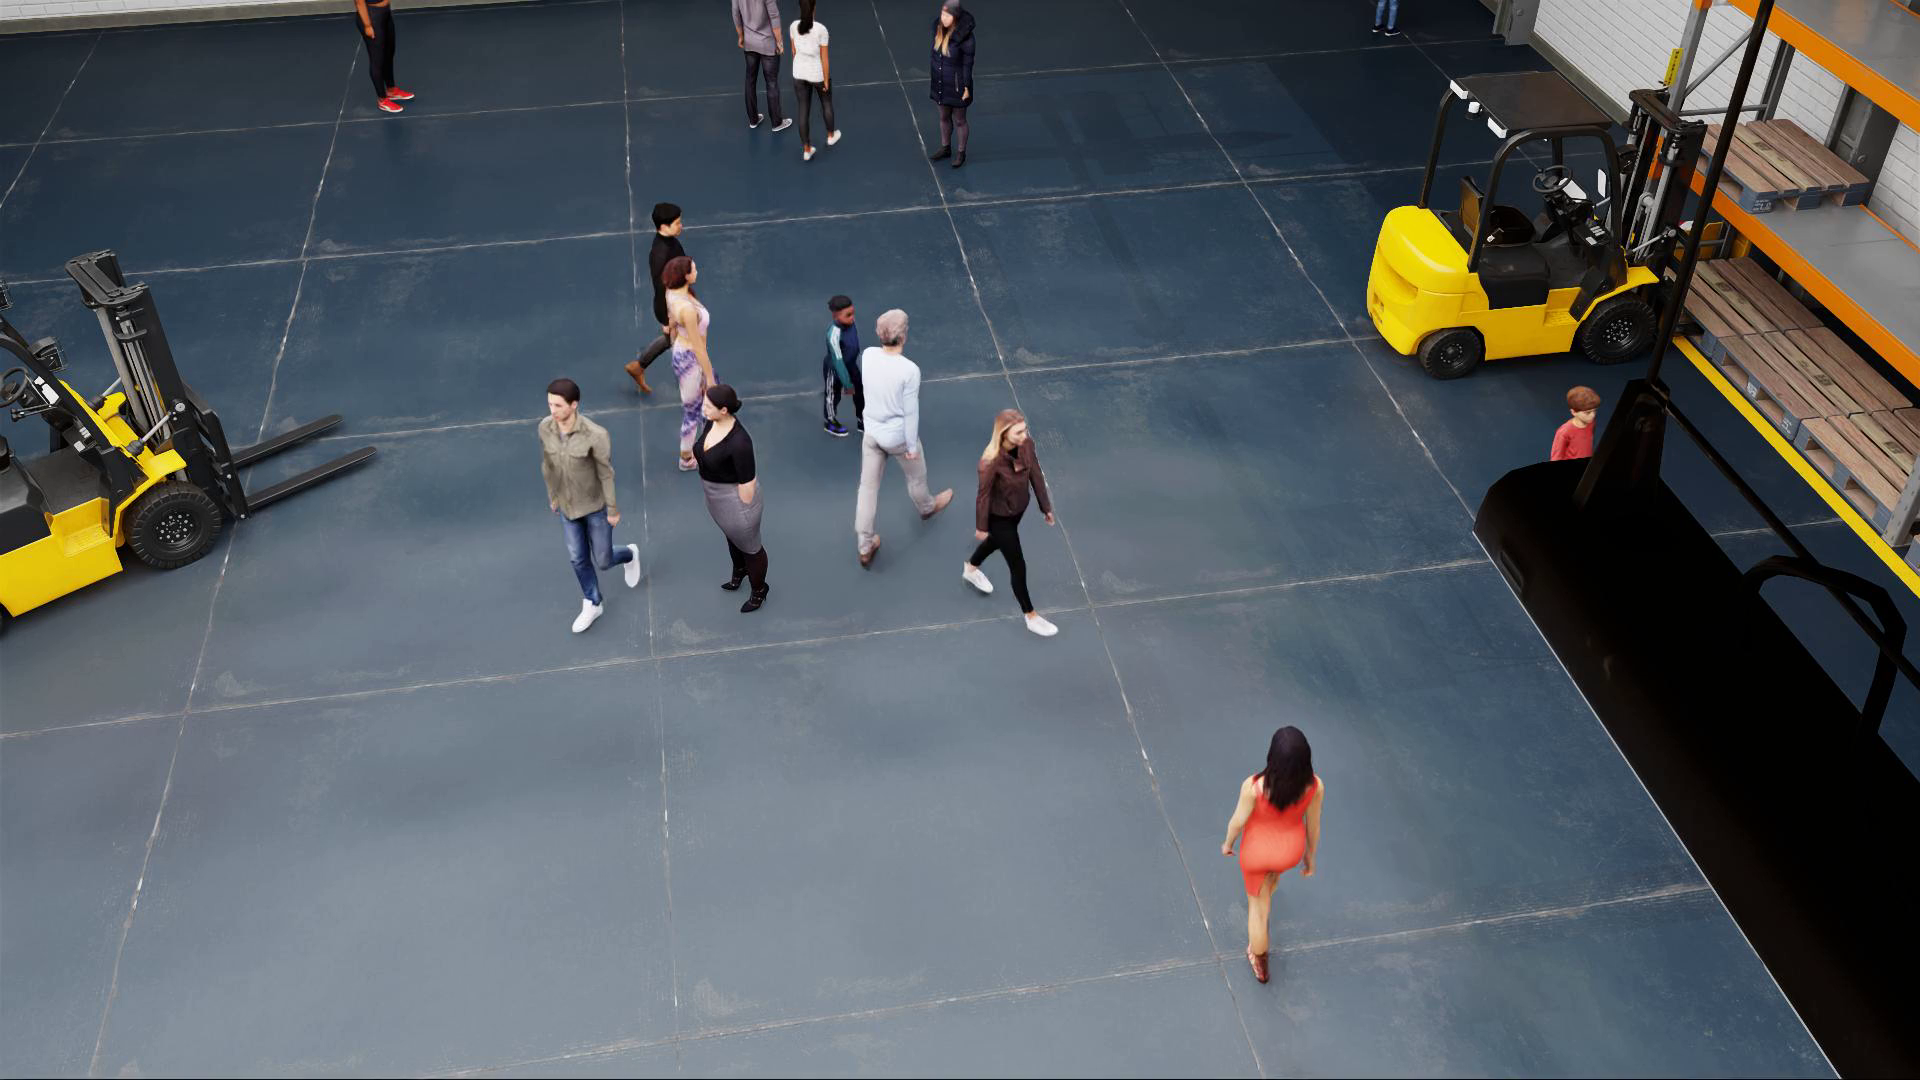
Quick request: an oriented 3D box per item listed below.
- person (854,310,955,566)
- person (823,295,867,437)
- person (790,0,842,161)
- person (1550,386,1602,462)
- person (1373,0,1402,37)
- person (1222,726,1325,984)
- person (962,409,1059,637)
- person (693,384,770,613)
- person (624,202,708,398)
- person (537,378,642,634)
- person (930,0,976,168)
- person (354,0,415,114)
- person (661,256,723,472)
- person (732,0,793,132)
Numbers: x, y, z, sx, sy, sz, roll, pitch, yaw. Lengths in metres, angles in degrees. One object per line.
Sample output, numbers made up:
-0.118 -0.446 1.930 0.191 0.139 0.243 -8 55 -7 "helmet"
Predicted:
-0.530 -0.643 11.360 1.183 1.839 1.249 20 43 23 "person"
-0.960 -1.341 12.714 0.785 1.239 0.741 19 42 22 "person"
-1.500 -4.536 16.414 0.762 1.615 0.933 8 39 10 "person"
4.161 -0.442 11.446 0.590 1.417 0.606 -23 44 -26 "person"
4.961 -6.444 19.087 0.556 1.261 0.628 32 48 33 "person"
1.626 1.676 8.569 0.636 1.698 0.928 -5 39 -6 "person"
0.245 -0.196 10.945 1.192 1.658 1.069 29 47 31 "person"
-1.484 -0.286 10.977 0.819 1.758 0.688 -21 43 -24 "person"
-2.322 -1.838 12.973 0.800 1.692 1.025 -2 39 -2 "person"
-2.408 -0.281 10.900 0.987 1.847 1.102 14 41 17 "person"
-0.072 -4.500 16.321 0.795 1.675 0.860 26 45 29 "person"
-6.110 -5.428 17.371 0.805 1.815 0.668 5 39 7 "person"
-2.059 -1.263 12.206 0.775 1.751 0.711 -17 41 -20 "person"
-2.038 -5.083 16.908 0.747 1.854 0.750 16 41 19 "person"
